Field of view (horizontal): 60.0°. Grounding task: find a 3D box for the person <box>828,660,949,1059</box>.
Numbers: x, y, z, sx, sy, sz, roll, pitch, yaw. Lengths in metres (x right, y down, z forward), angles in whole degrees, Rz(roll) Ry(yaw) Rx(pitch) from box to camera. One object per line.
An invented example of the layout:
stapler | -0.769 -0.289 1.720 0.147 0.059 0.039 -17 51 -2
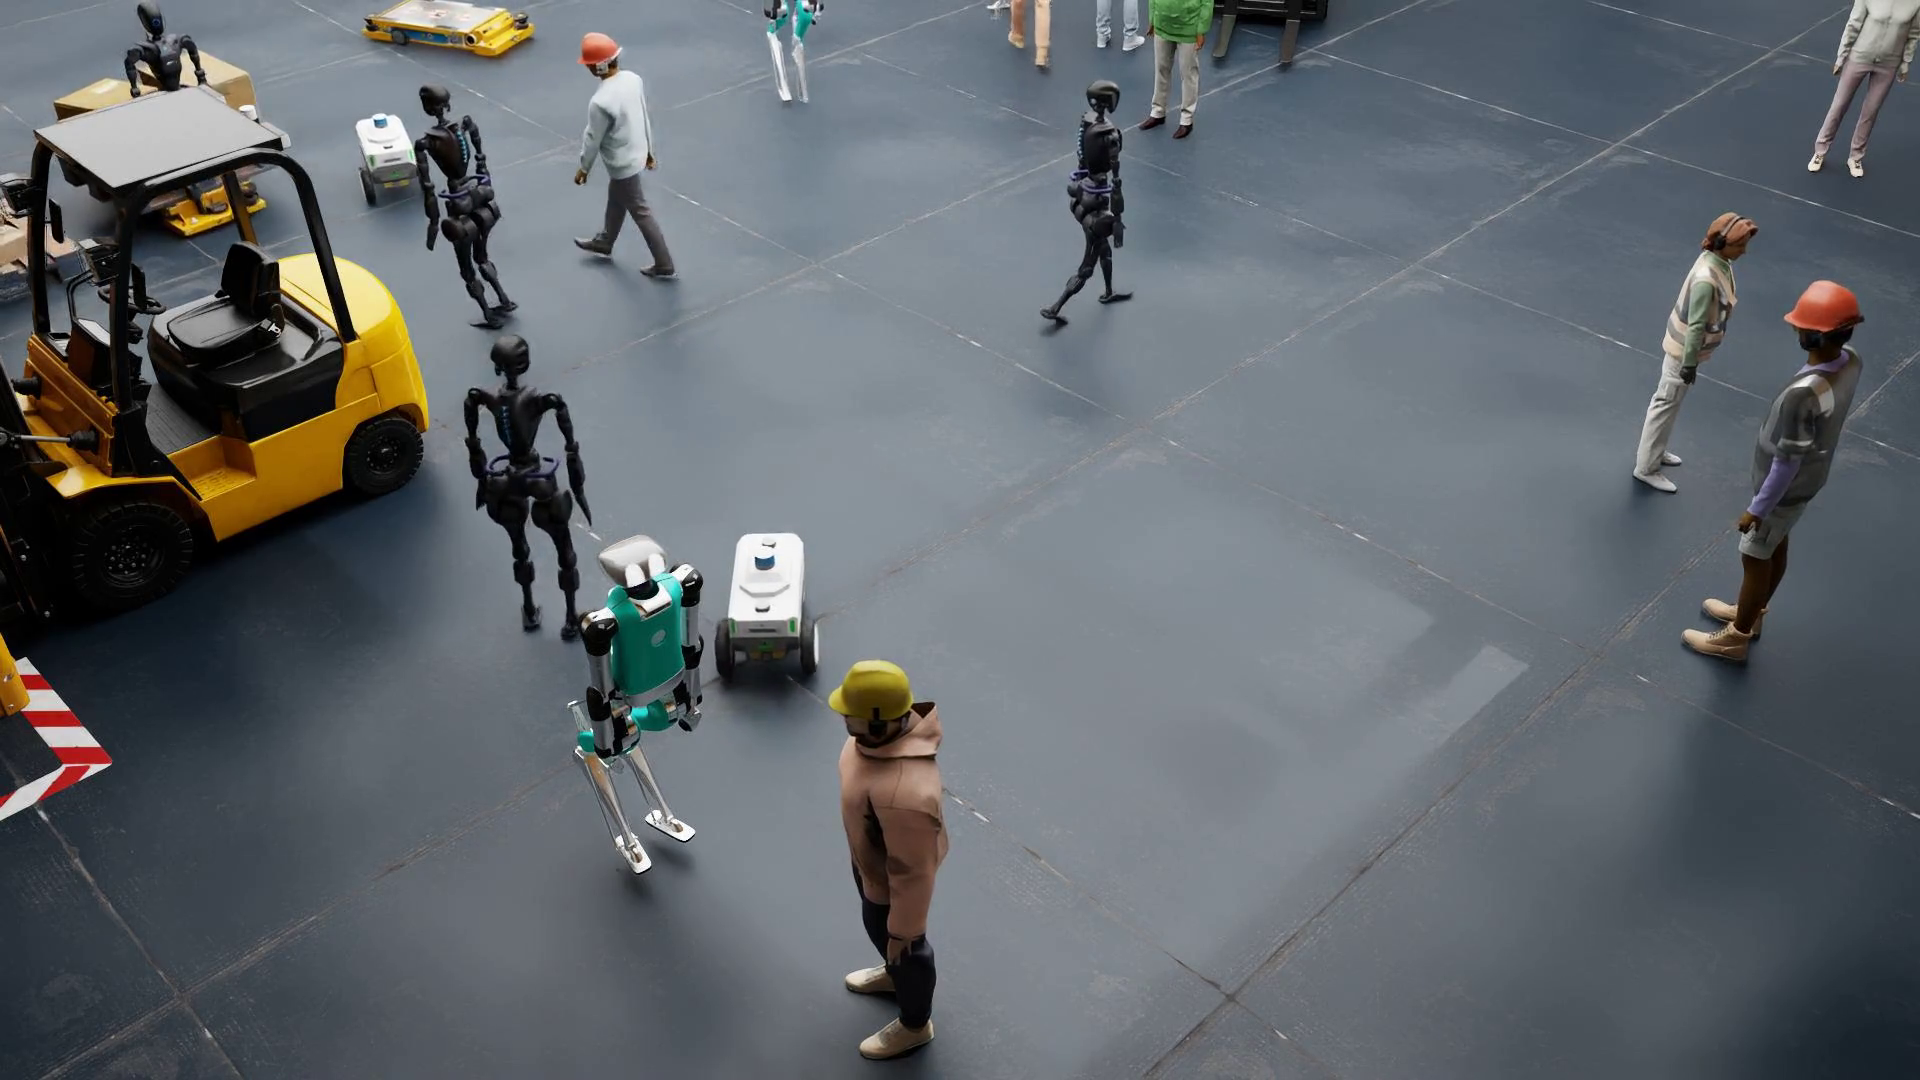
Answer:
person | -0.240 1.166 6.100 0.407 1.865 0.822 -7 37 -9

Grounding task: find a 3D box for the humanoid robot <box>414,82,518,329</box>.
humanoid robot | -3.184 -2.127 10.674 0.326 1.654 0.597 19 41 24

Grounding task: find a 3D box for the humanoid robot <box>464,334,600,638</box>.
humanoid robot | -2.131 -0.250 8.165 0.605 1.642 0.329 3 37 4

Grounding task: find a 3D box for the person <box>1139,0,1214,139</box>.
person | 1.732 -4.090 13.206 0.548 1.782 0.383 25 44 30

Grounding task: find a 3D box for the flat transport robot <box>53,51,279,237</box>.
flat transport robot | -5.932 -2.678 12.582 1.431 0.231 0.659 27 45 32

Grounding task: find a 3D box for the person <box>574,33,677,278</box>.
person | -2.367 -2.592 11.261 0.861 1.706 0.564 8 37 10

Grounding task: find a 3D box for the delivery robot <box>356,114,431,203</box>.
delivery robot | -4.364 -2.930 12.695 0.499 0.613 0.790 -15 39 -19

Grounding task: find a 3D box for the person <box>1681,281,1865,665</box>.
person | 3.885 -0.292 7.918 0.400 2.033 0.607 29 46 33

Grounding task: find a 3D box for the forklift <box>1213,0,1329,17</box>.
forklift | 3.106 -6.400 15.960 1.214 2.155 2.313 8 37 10

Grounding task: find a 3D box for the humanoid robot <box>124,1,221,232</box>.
humanoid robot | -5.645 -3.059 11.922 0.589 1.636 0.611 27 45 32

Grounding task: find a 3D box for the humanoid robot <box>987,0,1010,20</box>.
humanoid robot | 0.448 -5.737 15.477 0.682 1.824 0.530 -8 38 -11

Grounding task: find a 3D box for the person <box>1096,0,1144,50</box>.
person | 1.433 -5.315 14.737 0.596 1.915 0.371 14 39 18

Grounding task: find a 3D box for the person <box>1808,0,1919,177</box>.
person | 6.909 -3.607 12.576 0.532 1.765 0.323 11 38 14

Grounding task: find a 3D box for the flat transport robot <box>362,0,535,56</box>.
flat transport robot | -4.728 -4.741 15.343 1.431 0.231 0.659 13 39 16

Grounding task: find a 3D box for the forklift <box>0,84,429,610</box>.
forklift | -4.145 -1.093 8.856 2.313 2.155 1.214 -31 47 -34

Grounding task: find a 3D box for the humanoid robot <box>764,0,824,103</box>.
humanoid robot | -1.424 -4.433 13.726 0.550 1.806 0.773 -16 40 -20

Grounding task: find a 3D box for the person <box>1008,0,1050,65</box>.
person | 0.623 -5.083 14.581 0.524 1.743 0.920 -4 37 -5

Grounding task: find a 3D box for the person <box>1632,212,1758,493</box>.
person | 4.069 -1.057 9.267 0.311 1.637 0.512 17 40 22

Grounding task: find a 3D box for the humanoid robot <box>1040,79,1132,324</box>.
humanoid robot | 0.863 -2.192 10.796 0.766 1.637 0.590 -14 39 -18

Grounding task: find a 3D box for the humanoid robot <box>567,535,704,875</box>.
humanoid robot | -1.392 0.612 6.839 0.533 1.677 0.735 -31 47 -34

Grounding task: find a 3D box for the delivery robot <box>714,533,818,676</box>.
delivery robot | -0.965 0.292 8.361 0.499 0.587 0.766 -1 37 -1
